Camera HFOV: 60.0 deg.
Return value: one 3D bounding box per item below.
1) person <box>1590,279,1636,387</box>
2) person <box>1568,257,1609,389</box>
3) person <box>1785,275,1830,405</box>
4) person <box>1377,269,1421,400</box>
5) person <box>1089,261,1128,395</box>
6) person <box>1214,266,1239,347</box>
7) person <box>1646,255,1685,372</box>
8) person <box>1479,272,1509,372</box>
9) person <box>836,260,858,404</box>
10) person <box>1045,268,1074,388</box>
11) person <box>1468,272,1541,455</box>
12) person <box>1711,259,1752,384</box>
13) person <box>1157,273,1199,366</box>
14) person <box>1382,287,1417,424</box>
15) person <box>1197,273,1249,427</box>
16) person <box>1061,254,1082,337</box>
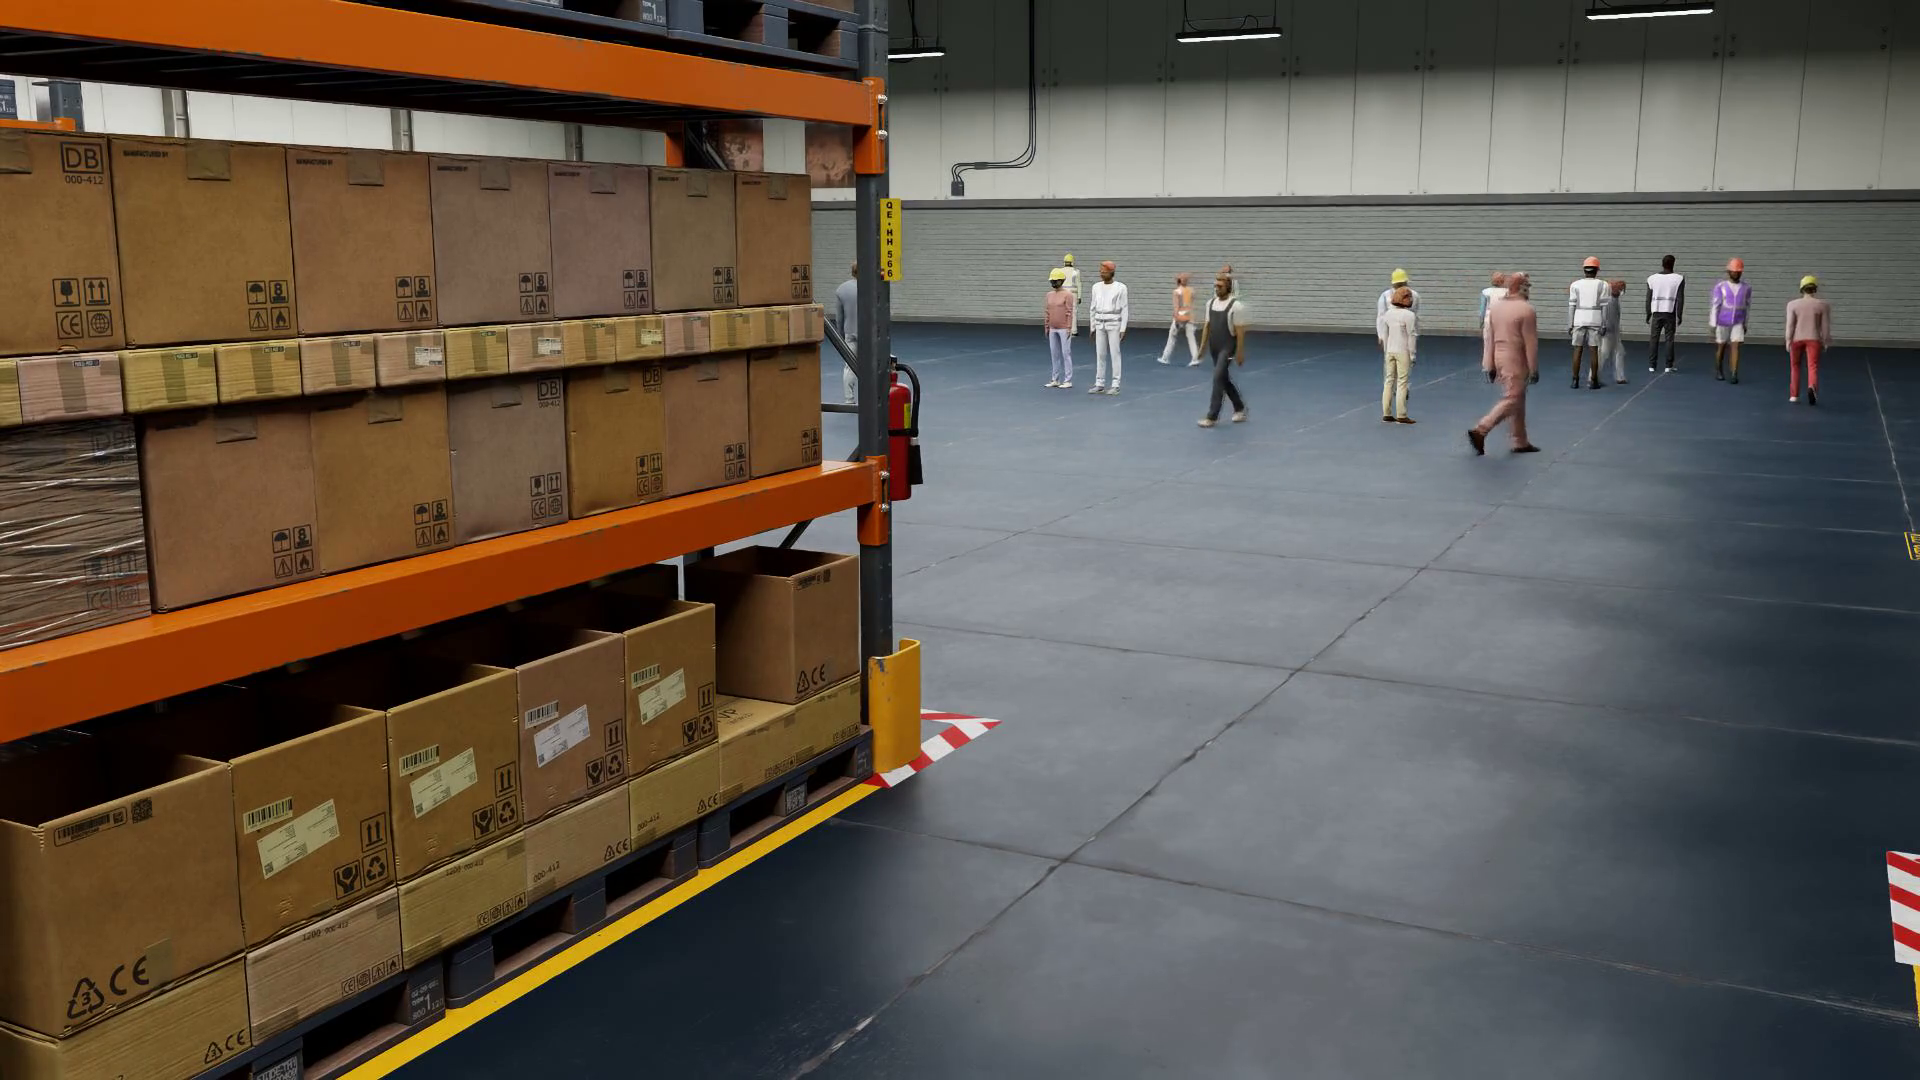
[{"bbox_3d":[9.727,-3.051,24.591,0.745,1.596,0.519,5,11,25],"label":"person"},{"bbox_3d":[9.182,-3.167,24.324,0.543,1.928,0.371,5,12,26],"label":"person"},{"bbox_3d":[11.228,-2.647,22.051,0.532,1.721,0.850,5,11,23],"label":"person"},{"bbox_3d":[6.042,-2.828,22.871,0.619,1.772,0.946,1,10,5],"label":"person"},{"bbox_3d":[2.088,-2.987,23.460,0.579,1.881,0.342,8,13,36],"label":"person"},{"bbox_3d":[5.339,-4.670,33.312,0.515,1.636,0.315,6,12,30],"label":"person"},{"bbox_3d":[11.616,-3.736,27.449,0.590,1.919,0.397,8,13,36],"label":"person"},{"bbox_3d":[8.779,-3.558,27.249,0.523,1.636,0.310,3,11,18],"label":"person"},{"bbox_3d":[-1.288,-2.623,21.326,0.635,1.938,0.354,5,12,26],"label":"person"},{"bbox_3d":[1.447,-3.108,24.467,0.518,1.757,0.341,10,14,43],"label":"person"},{"bbox_3d":[5.625,-1.800,17.020,0.866,1.883,0.645,-2,11,-13],"label":"person"},{"bbox_3d":[11.765,-3.340,25.402,0.558,1.893,1.014,3,11,14],"label":"person"},{"bbox_3d":[3.819,-3.806,28.719,0.518,1.595,0.833,-8,13,-36],"label":"person"},{"bbox_3d":[5.258,-2.204,19.876,0.281,1.633,0.500,-6,12,-29],"label":"person"},{"bbox_3d":[3.156,-2.254,19.689,0.911,1.813,0.517,-7,13,-35],"label":"person"},{"bbox_3d":[2.403,-5.377,36.634,0.590,1.833,0.404,4,11,19],"label":"person"}]
